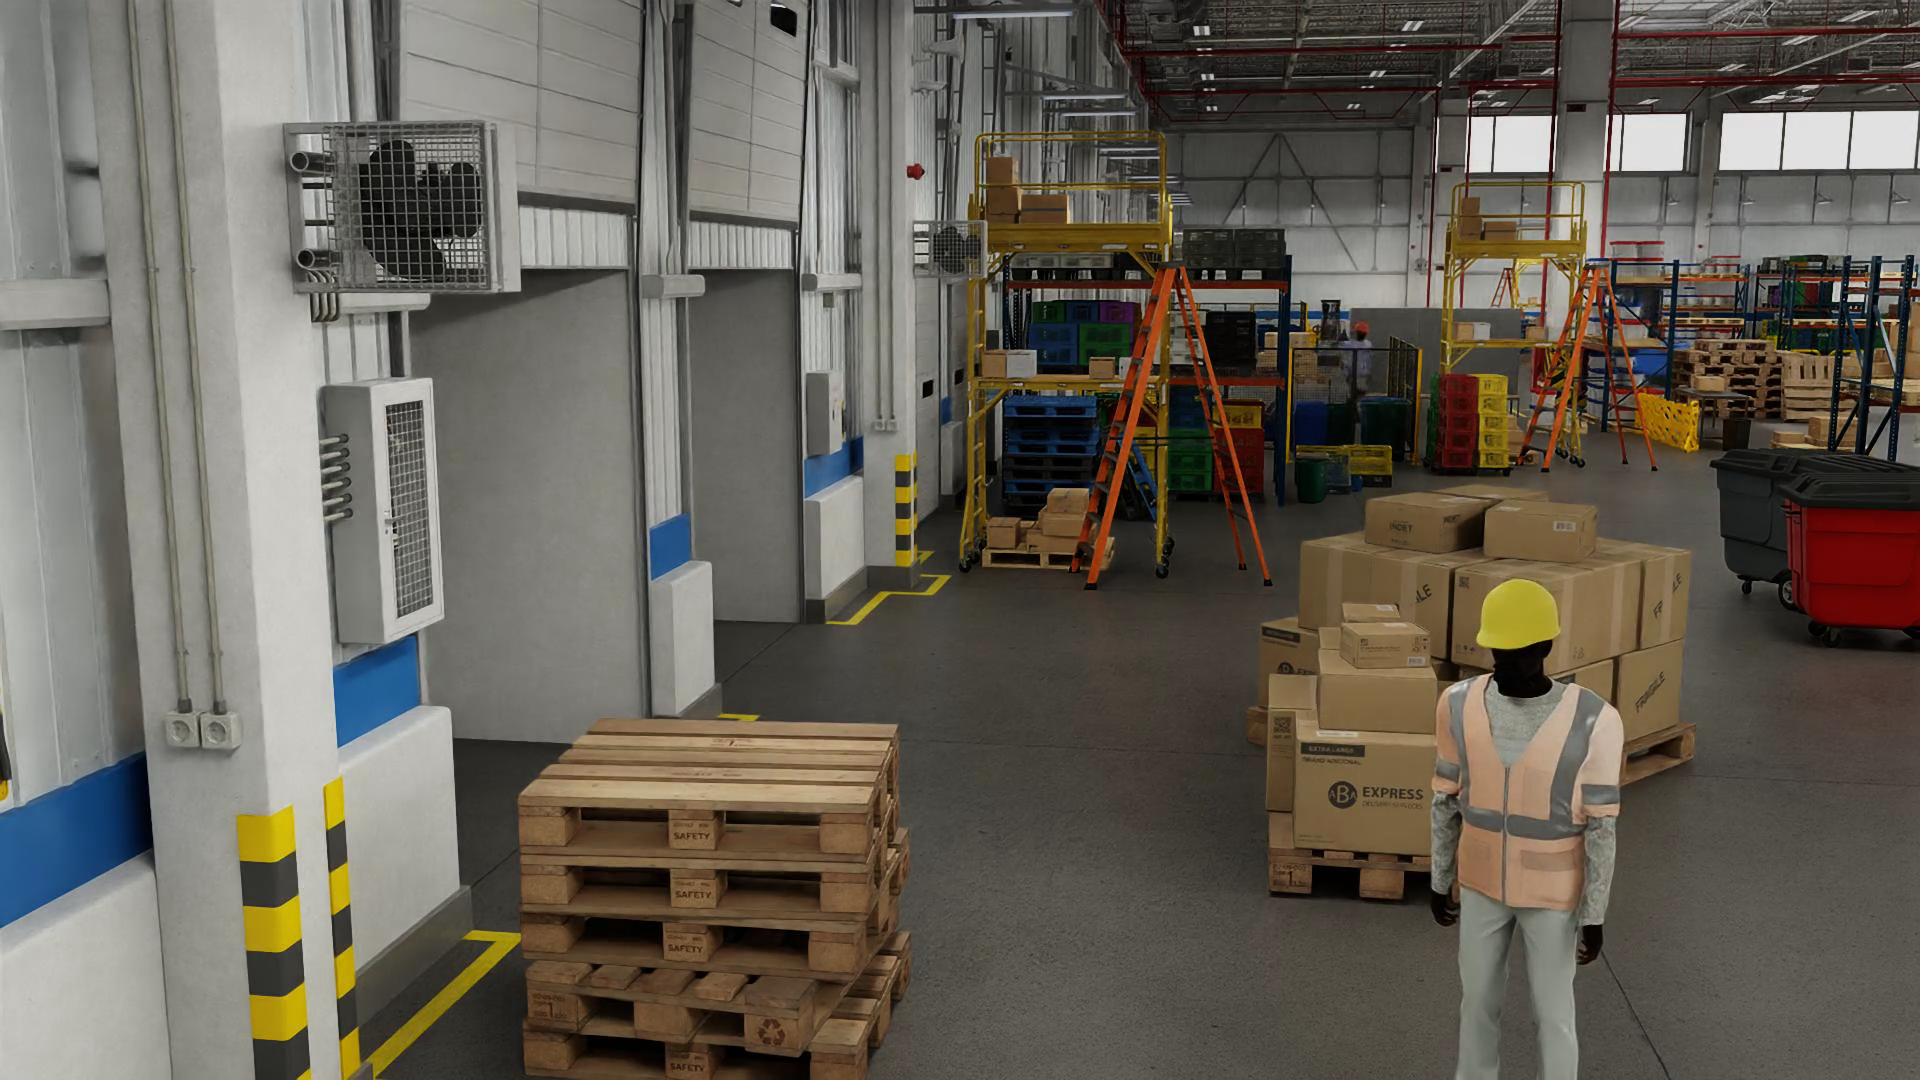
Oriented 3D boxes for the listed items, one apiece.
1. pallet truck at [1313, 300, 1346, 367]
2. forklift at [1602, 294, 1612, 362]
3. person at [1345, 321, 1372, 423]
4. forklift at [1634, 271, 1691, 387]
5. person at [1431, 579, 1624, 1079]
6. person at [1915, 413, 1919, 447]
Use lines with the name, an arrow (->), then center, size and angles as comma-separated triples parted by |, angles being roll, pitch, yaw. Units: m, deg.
pallet truck -> 11.159, -6.200, 49.718 | 0.823, 1.965, 1.885 | 4, 10, 26
forklift -> 17.242, -6.004, 45.794 | 1.129, 2.768, 1.873 | 7, 11, 35
person -> 7.445, -3.155, 31.230 | 0.546, 1.915, 0.690 | -3, 10, -19
forklift -> 16.855, -5.190, 40.775 | 1.873, 2.768, 1.129 | 8, 12, 41
person -> 1.726, 1.064, 5.170 | 0.584, 1.920, 0.395 | 7, 12, 38
person -> 15.626, -2.343, 26.738 | 0.320, 1.739, 0.485 | 8, 13, 42
